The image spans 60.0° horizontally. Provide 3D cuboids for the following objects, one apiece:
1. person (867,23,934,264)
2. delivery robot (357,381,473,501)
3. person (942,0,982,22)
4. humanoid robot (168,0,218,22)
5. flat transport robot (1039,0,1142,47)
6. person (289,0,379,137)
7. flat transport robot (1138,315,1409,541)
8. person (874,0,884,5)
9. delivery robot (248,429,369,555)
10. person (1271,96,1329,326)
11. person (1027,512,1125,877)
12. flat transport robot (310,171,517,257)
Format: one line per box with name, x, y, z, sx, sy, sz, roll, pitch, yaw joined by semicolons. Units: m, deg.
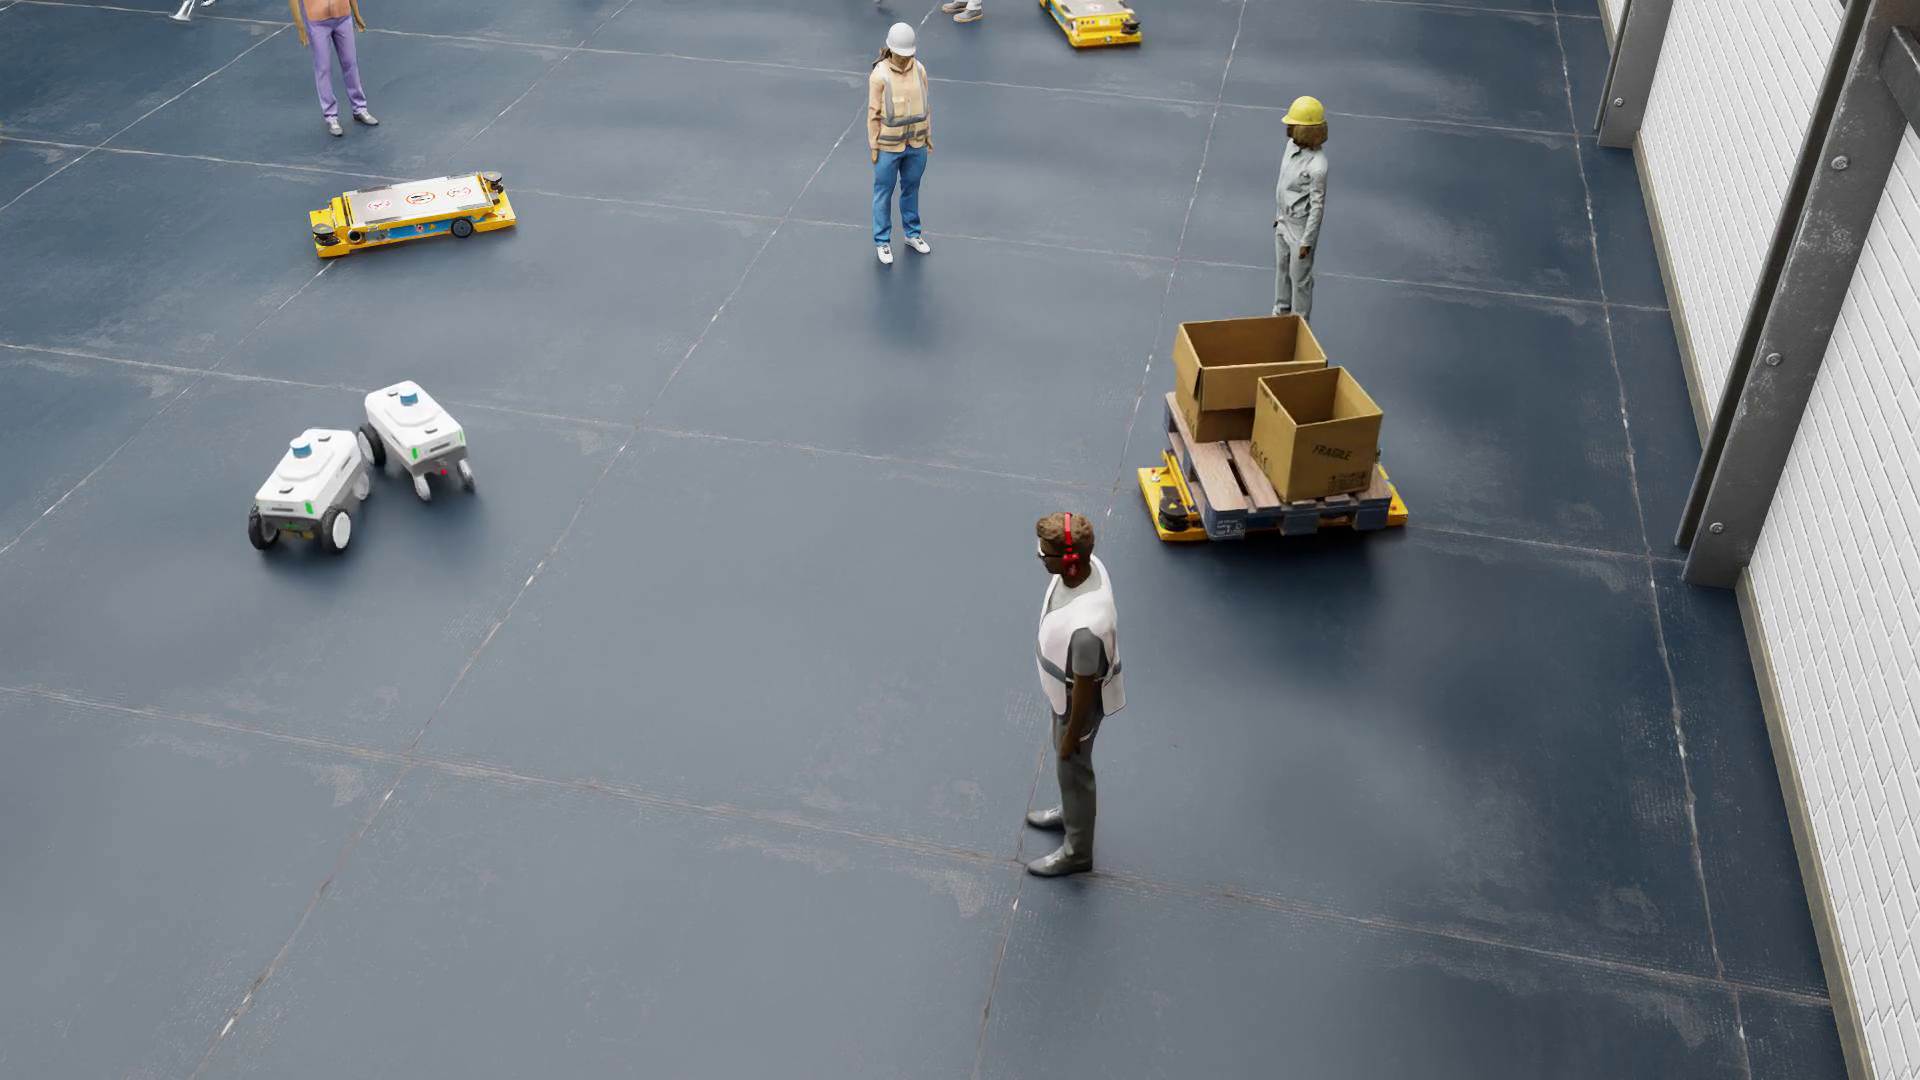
person;-0.430;-2.823;11.782;0.486;1.723;0.376;-19;41;-23
delivery robot;-3.211;-0.633;9.822;0.499;0.590;0.793;-26;44;-30
person;0.049;-5.887;15.750;0.356;1.882;0.572;-12;39;-16
humanoid robot;-7.350;-5.787;15.752;0.538;1.737;1.025;11;38;14
flat transport robot;1.233;-5.111;16.058;0.659;0.231;1.431;-8;37;-10
person;-5.169;-4.261;13.604;0.563;1.844;0.385;-29;45;-33
flat transport robot;1.797;-0.298;9.617;1.431;0.231;0.659;-4;37;-5
person;-0.985;-6.054;16.146;0.692;1.670;0.537;16;40;21
delivery robot;-3.655;-0.310;9.383;0.499;0.580;0.756;4;37;5
person;2.137;-2.002;10.665;0.310;1.743;0.486;-9;38;-11
person;0.489;0.653;7.044;0.404;1.832;0.566;-2;37;-2
flat transport robot;-4.120;-2.455;12.504;1.431;0.231;0.659;-13;39;-17
